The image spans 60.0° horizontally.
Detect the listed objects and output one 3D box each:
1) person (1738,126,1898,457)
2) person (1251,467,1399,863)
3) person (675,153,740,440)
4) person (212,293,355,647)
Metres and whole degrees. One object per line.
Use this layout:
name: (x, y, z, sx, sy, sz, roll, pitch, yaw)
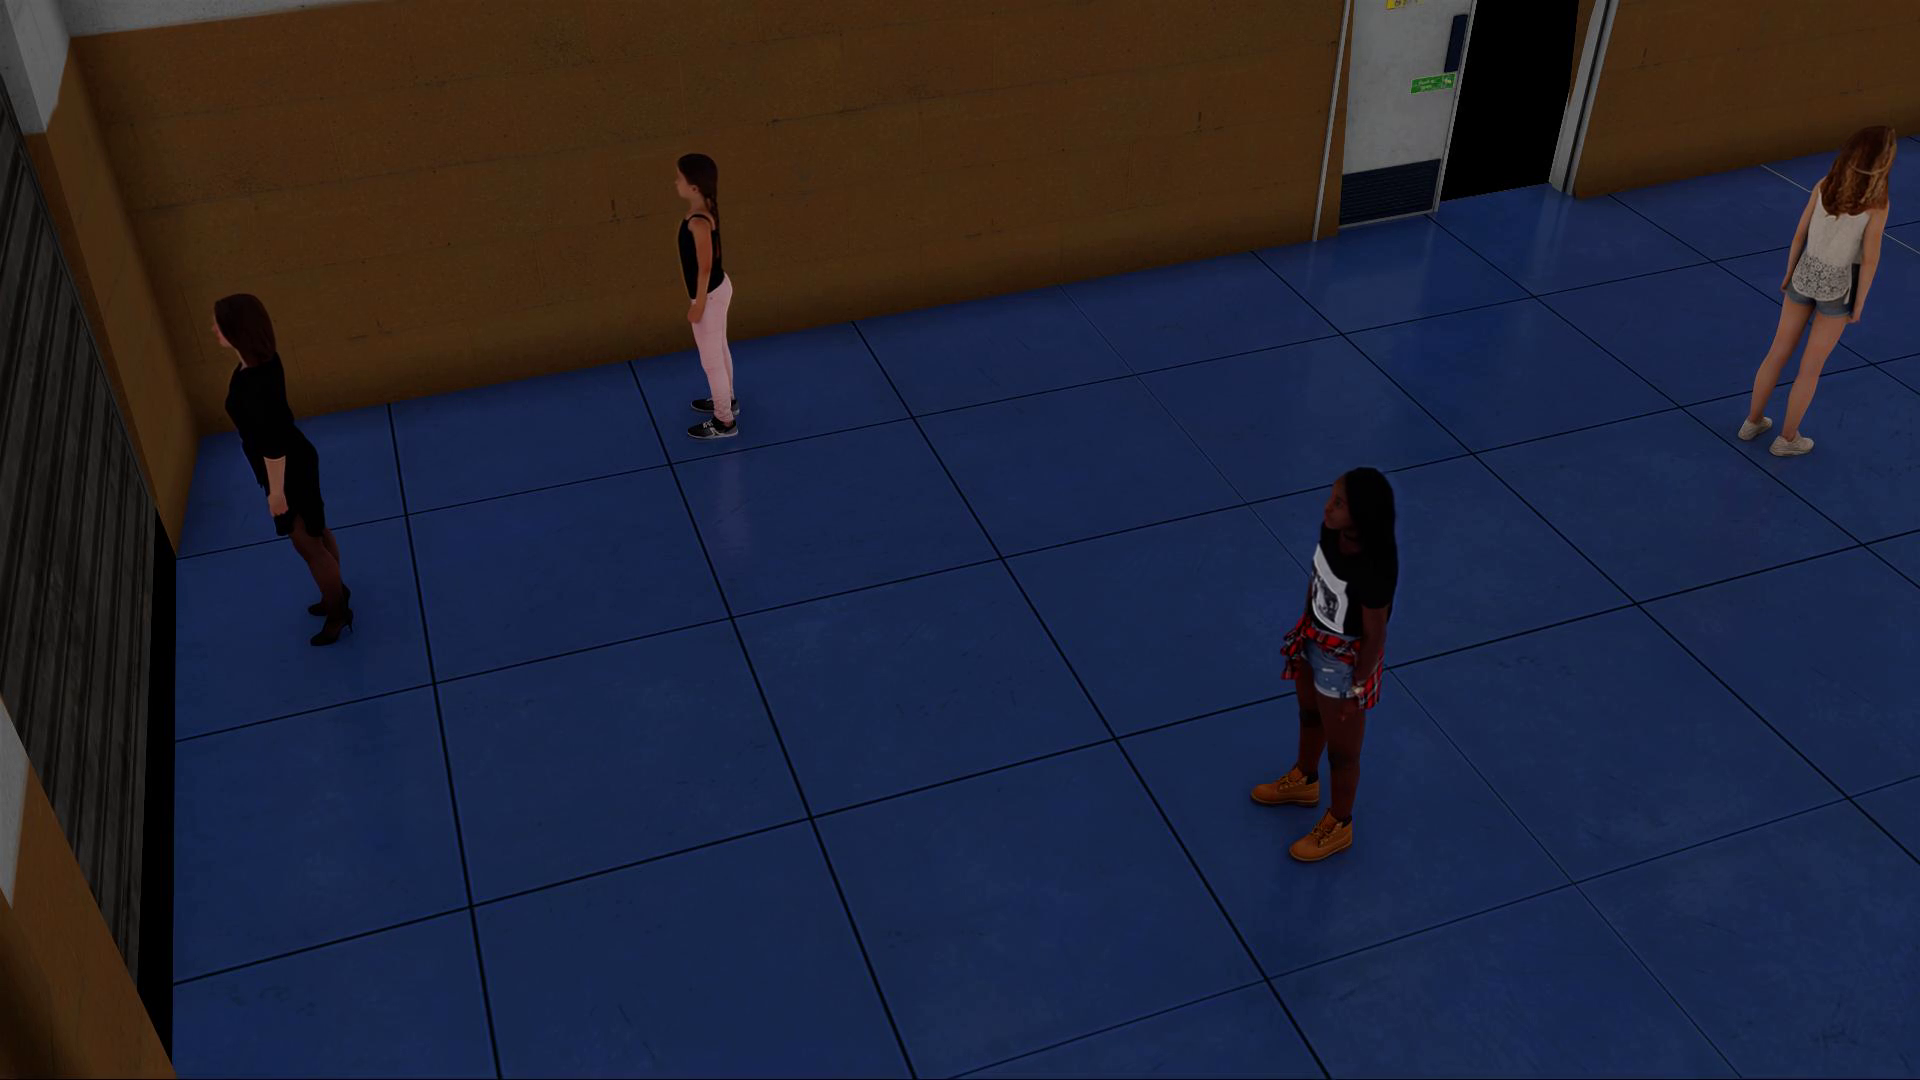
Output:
person: (4.302, -1.236, 8.331, 0.682, 1.758, 0.511, -21, 42, -25)
person: (1.381, 0.455, 6.104, 0.678, 1.727, 0.544, -10, 38, -13)
person: (-1.289, -1.251, 8.512, 0.652, 1.566, 0.549, 0, 37, 0)
person: (-2.864, -0.290, 7.099, 0.650, 1.707, 0.439, -10, 38, -14)
